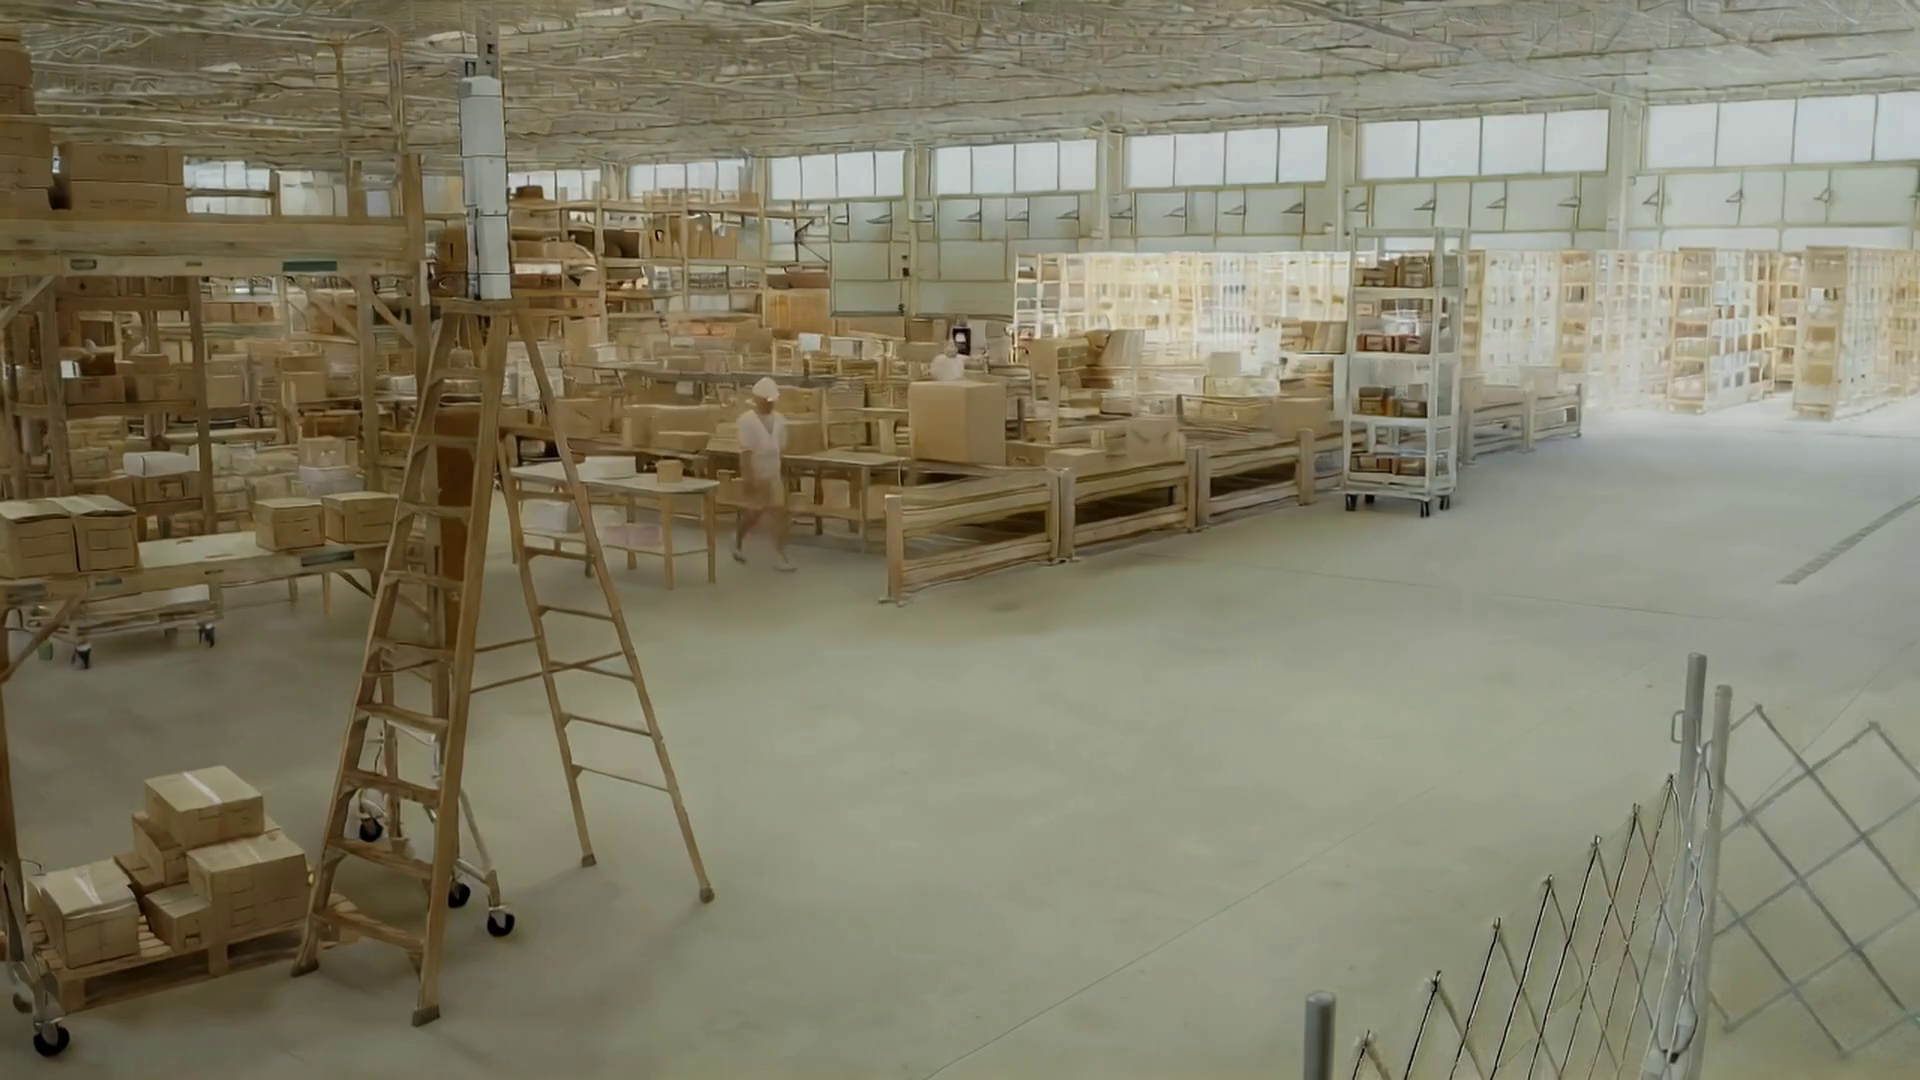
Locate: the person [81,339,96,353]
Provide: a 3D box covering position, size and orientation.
[{"bbox_3d":[-18.664,-3.491,35.704,0.278,1.631,0.498,2,9,12],"label":"person"}]

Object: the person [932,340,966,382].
[{"bbox_3d":[-0.143,-2.593,29.380,0.651,1.861,0.944,-3,10,-17],"label":"person"}]

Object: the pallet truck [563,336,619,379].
[{"bbox_3d":[-10.690,-5.294,48.215,1.601,1.201,0.680,-5,10,-26],"label":"pallet truck"}]

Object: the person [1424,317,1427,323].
[{"bbox_3d":[13.146,-5.389,46.958,0.586,1.823,0.403,1,9,6],"label":"person"}]

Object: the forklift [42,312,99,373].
[{"bbox_3d":[-23.779,-5.451,44.052,1.873,2.768,1.129,7,11,36],"label":"forklift"}]

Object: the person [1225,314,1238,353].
[{"bbox_3d":[8.108,-5.953,50.026,0.606,1.966,0.642,8,12,40],"label":"person"}]

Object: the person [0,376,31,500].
[{"bbox_3d":[-11.717,-1.127,20.389,0.588,1.810,0.466,0,9,0],"label":"person"}]

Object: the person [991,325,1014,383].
[{"bbox_3d":[1.114,-4.643,42.629,0.918,1.720,0.530,8,12,40],"label":"person"}]

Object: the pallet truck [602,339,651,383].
[{"bbox_3d":[-8.991,-4.871,45.351,0.653,1.274,1.630,7,11,37],"label":"pallet truck"}]

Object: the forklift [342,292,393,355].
[{"bbox_3d":[-16.485,-5.622,45.120,1.129,2.768,1.873,7,11,37],"label":"forklift"}]

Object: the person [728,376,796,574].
[{"bbox_3d":[-2.051,-0.674,16.947,0.609,2.014,0.831,-7,12,-39],"label":"person"}]

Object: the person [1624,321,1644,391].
[{"bbox_3d":[17.367,-4.796,43.276,0.895,1.816,0.567,6,11,34],"label":"person"}]
